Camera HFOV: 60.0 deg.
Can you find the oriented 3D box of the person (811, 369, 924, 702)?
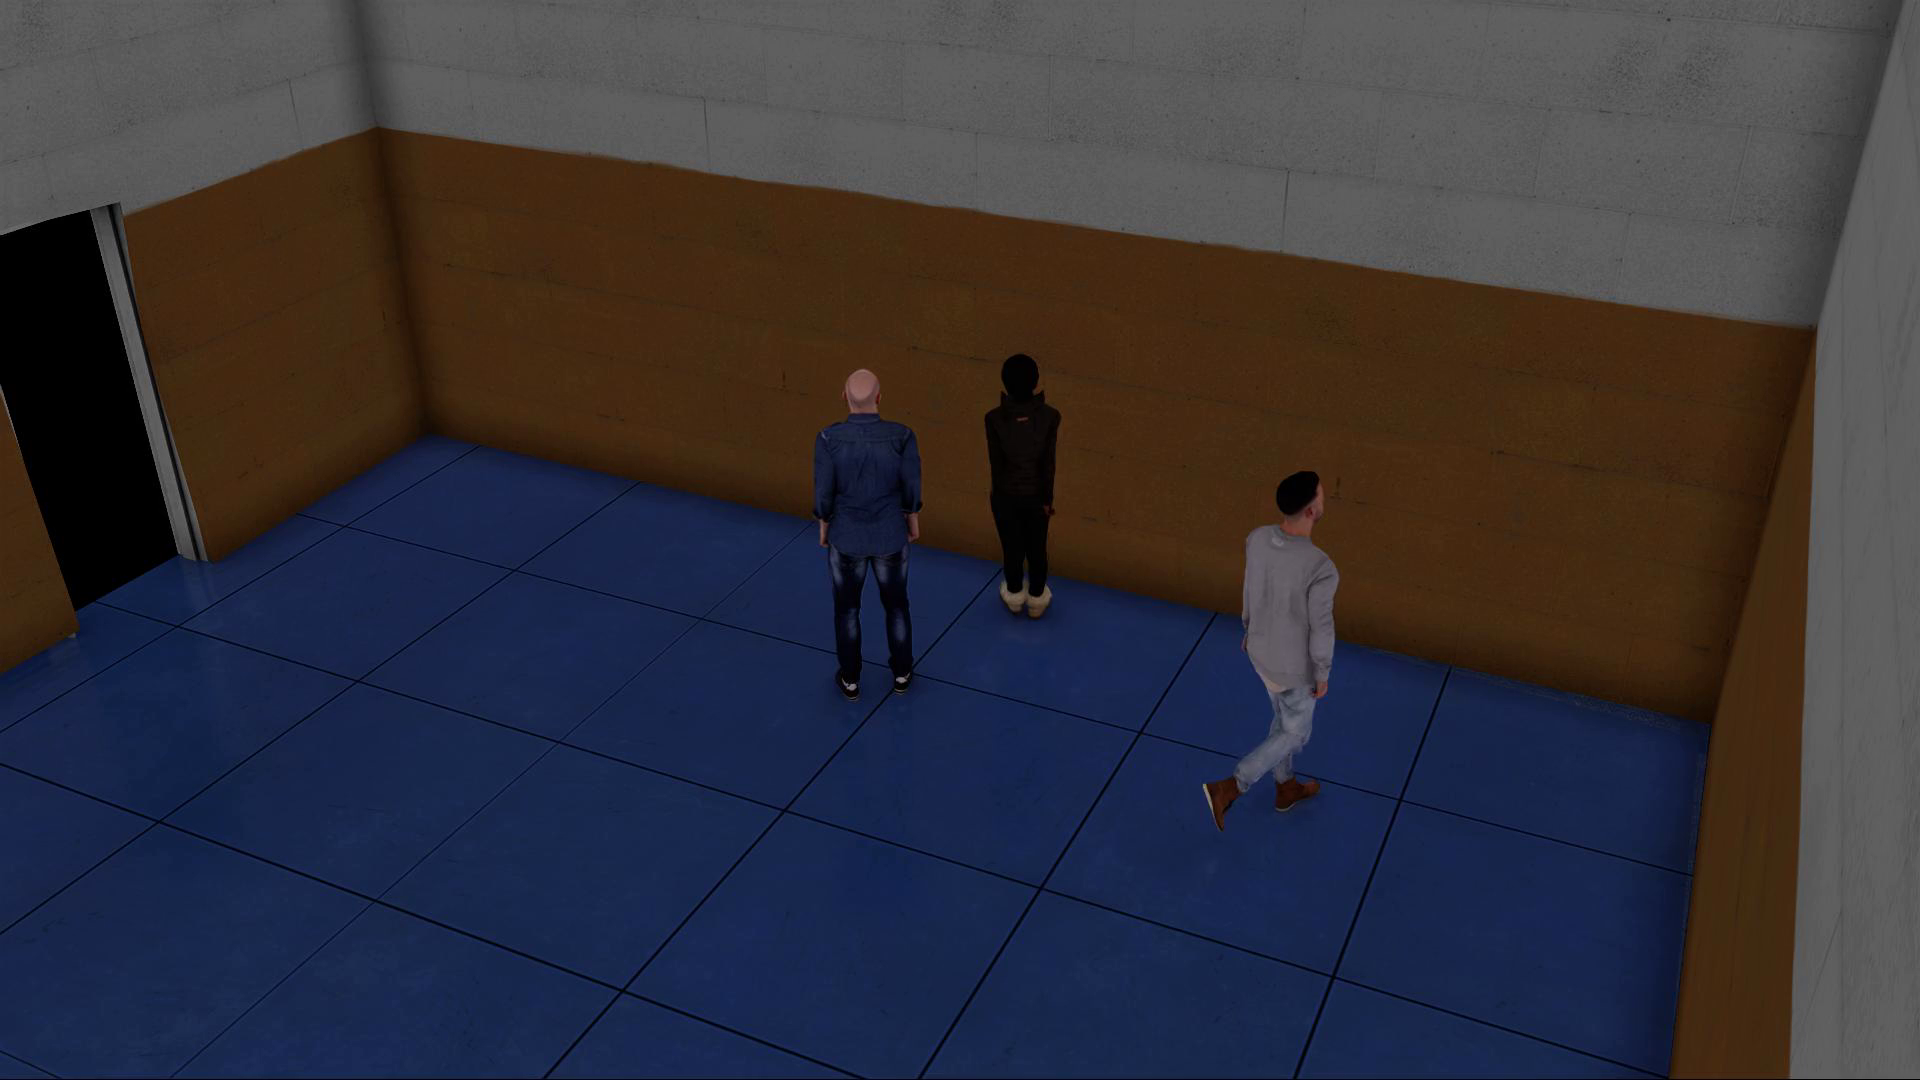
[{"bbox_3d":[-0.472,-0.018,8.509,0.744,1.825,0.864,-4,29,-8],"label":"person"}]

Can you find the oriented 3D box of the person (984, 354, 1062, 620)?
[{"bbox_3d":[0.358,-0.254,9.121,0.790,1.652,0.802,-11,30,-19],"label":"person"}]

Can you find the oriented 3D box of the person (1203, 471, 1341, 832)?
[{"bbox_3d":[1.422,0.539,7.490,1.065,1.824,1.077,-18,33,-29],"label":"person"}]
